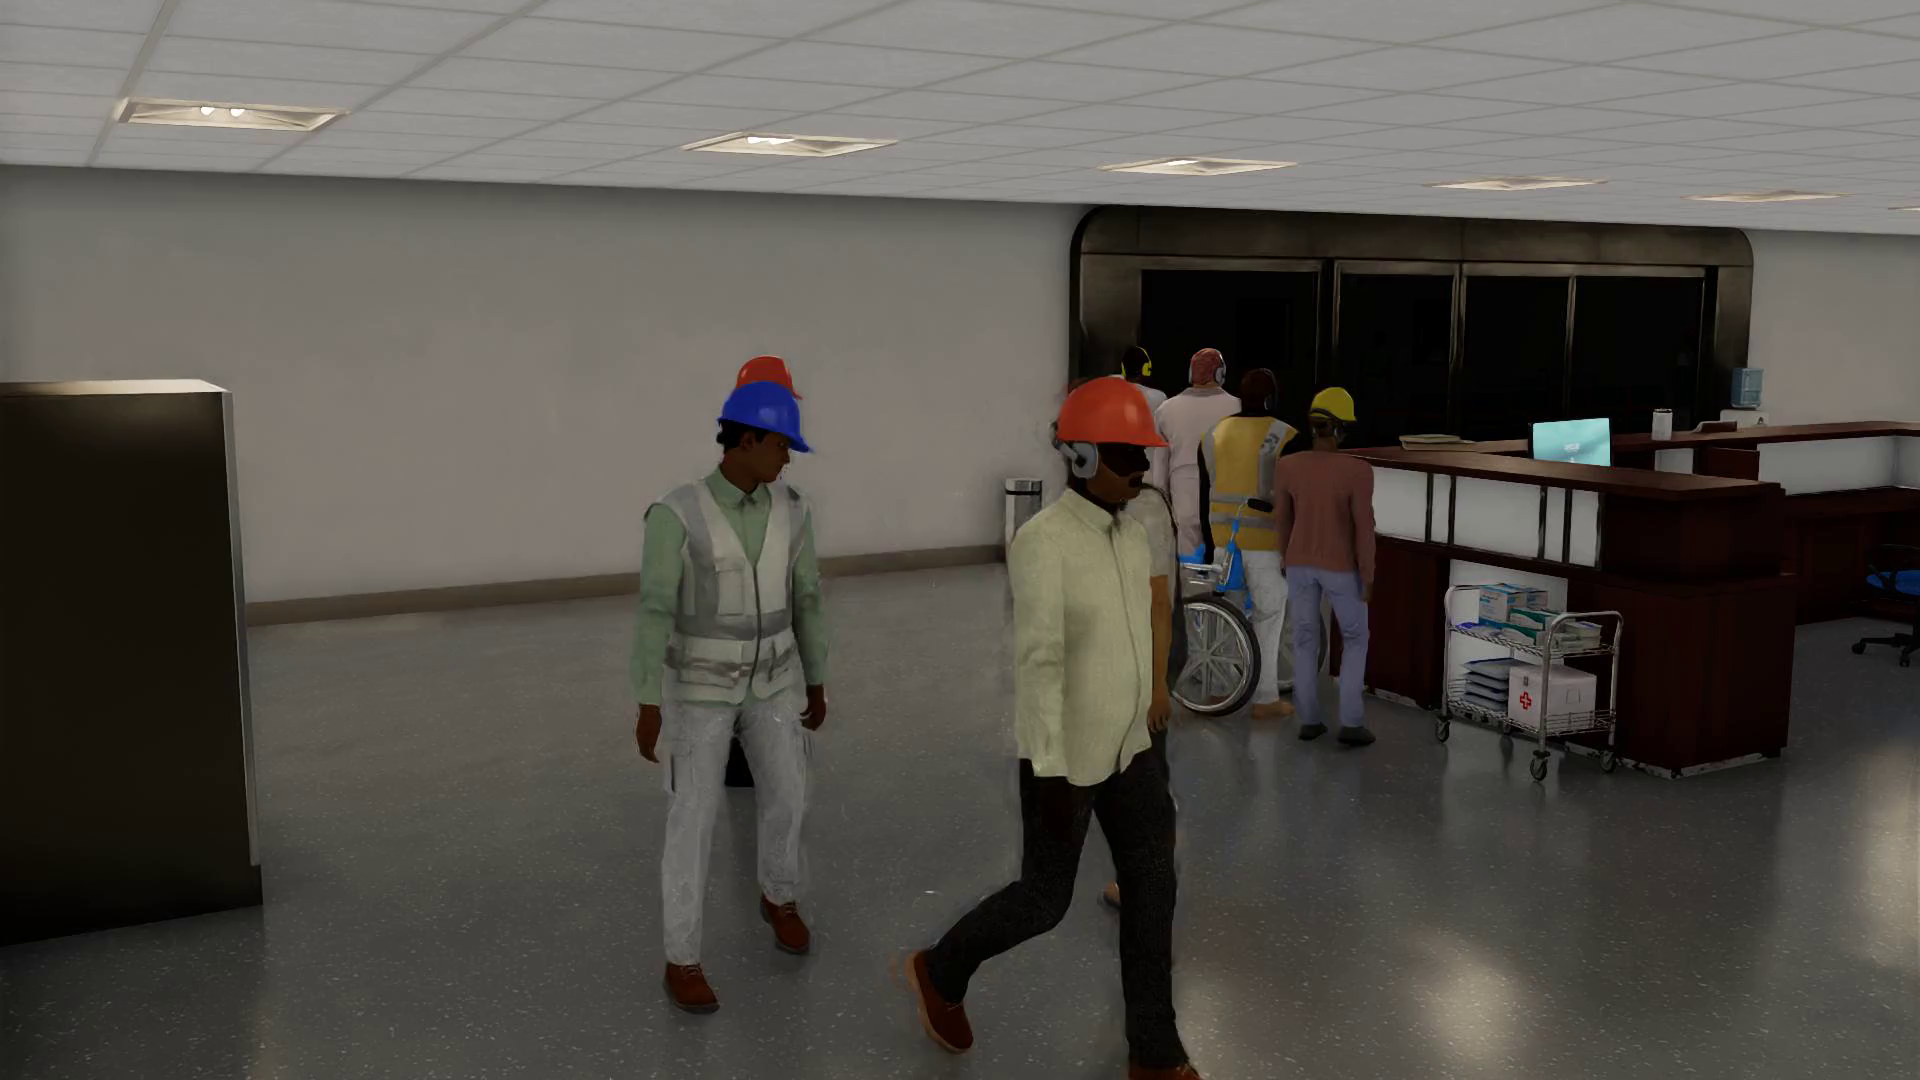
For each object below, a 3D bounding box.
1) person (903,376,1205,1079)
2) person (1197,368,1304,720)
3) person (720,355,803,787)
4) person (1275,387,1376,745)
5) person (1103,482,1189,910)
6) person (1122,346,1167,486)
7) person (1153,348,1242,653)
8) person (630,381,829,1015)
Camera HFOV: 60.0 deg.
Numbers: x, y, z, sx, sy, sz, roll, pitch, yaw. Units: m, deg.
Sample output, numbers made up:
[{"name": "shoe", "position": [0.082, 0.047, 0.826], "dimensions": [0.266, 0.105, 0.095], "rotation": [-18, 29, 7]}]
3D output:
[{"name": "person", "position": [0.282, 0.537, 4.492], "dimensions": [0.892, 1.964, 0.617], "rotation": [6, 10, 39]}, {"name": "person", "position": [1.536, 0.020, 8.712], "dimensions": [0.649, 1.834, 0.432], "rotation": [7, 11, 43]}, {"name": "person", "position": [-0.894, 0.138, 7.492], "dimensions": [0.389, 1.928, 0.549], "rotation": [0, 8, 1]}, {"name": "person", "position": [1.784, 0.133, 8.132], "dimensions": [0.550, 1.762, 0.363], "rotation": [6, 10, 36]}, {"name": "person", "position": [0.585, 0.469, 5.549], "dimensions": [0.348, 1.809, 0.652], "rotation": [-1, 8, -9]}, {"name": "person", "position": [1.288, -0.494, 12.287], "dimensions": [0.535, 1.865, 0.310], "rotation": [2, 8, 13]}, {"name": "person", "position": [1.493, -0.206, 10.079], "dimensions": [0.639, 1.901, 0.406], "rotation": [3, 8, 22]}, {"name": "person", "position": [-0.754, 0.461, 5.230], "dimensions": [0.741, 1.921, 0.501], "rotation": [-6, 10, -37]}]
